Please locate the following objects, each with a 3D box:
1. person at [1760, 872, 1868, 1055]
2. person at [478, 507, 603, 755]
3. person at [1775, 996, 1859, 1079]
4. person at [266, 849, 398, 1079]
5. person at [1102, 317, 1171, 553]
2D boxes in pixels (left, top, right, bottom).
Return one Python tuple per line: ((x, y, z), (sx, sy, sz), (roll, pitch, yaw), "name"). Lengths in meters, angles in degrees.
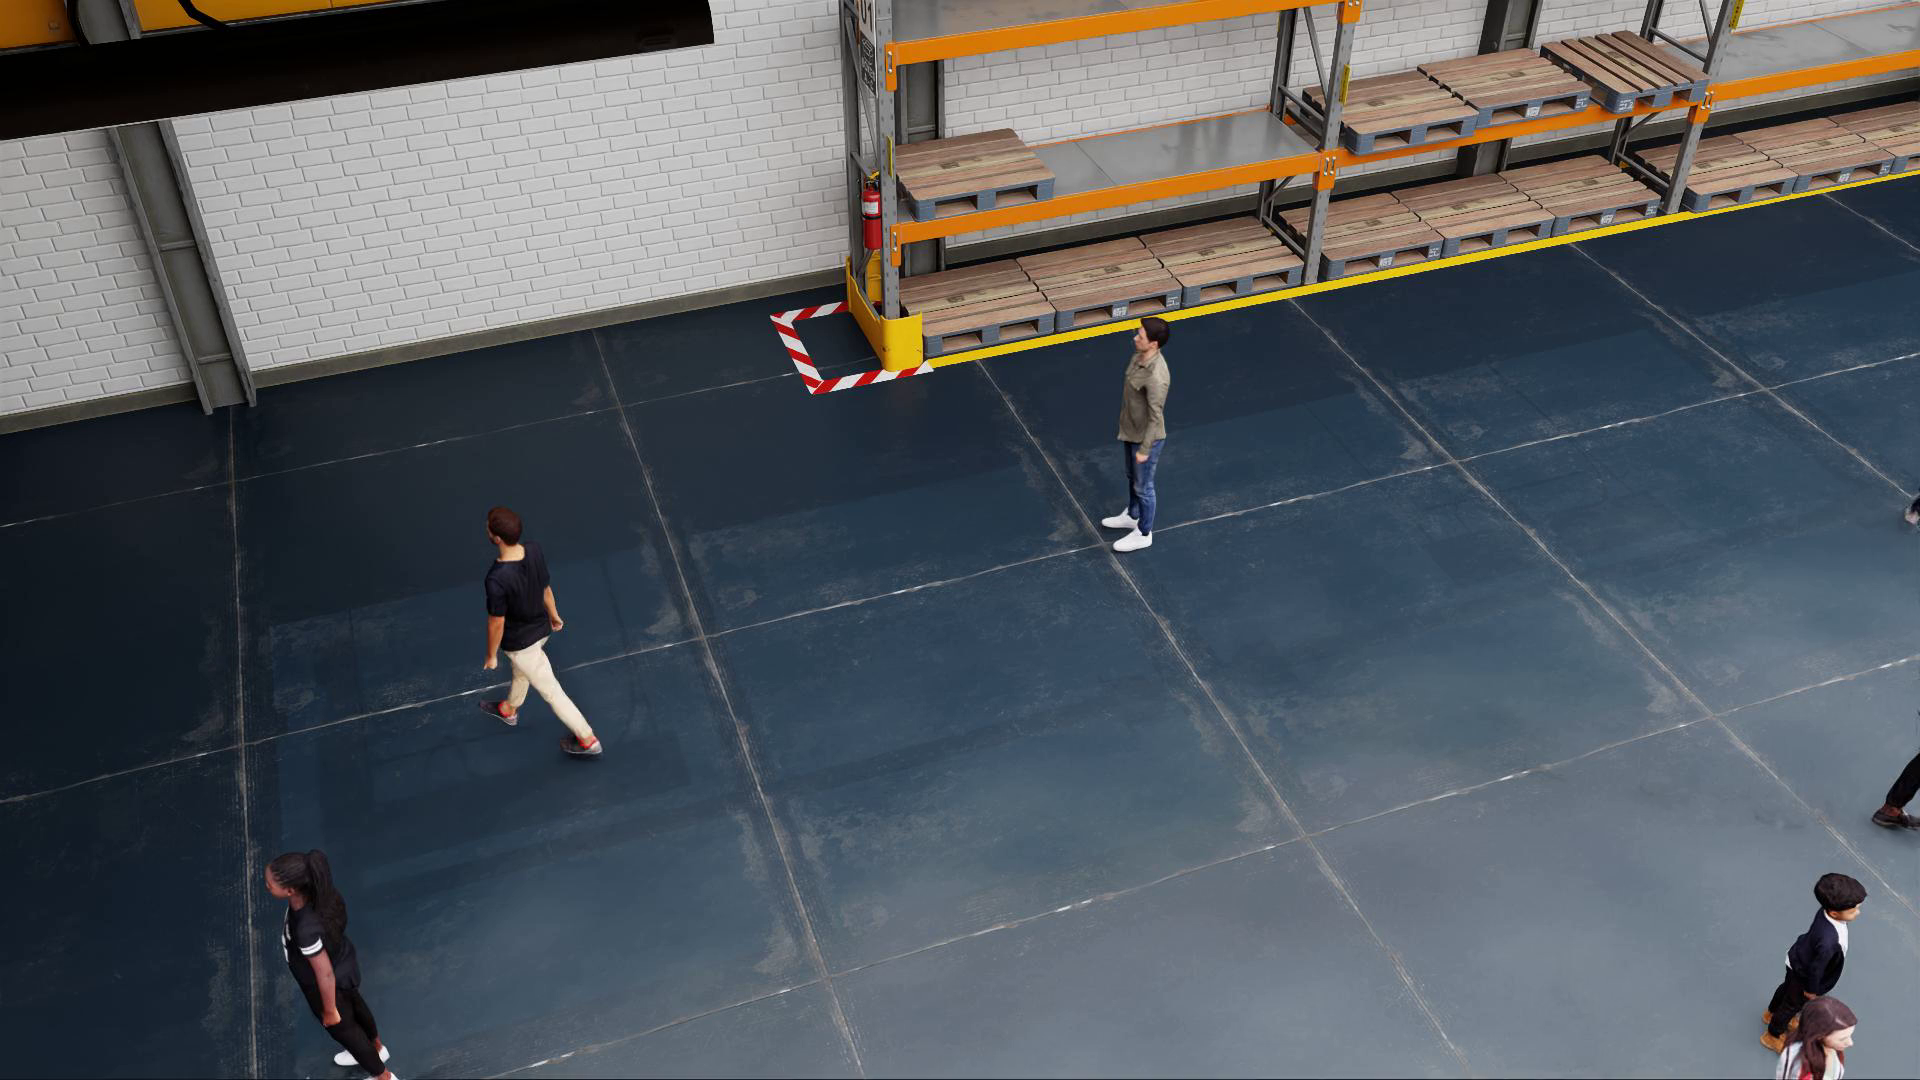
((4.377, 2.164, 8.549), (0.654, 1.227, 0.591), (17, 42, 21), "person")
((-2.532, 0.615, 10.025), (1.236, 1.806, 1.118), (12, 40, 15), "person")
((3.772, 2.634, 7.653), (0.726, 1.612, 0.596), (30, 47, 32), "person")
((-3.087, 2.137, 8.181), (0.567, 1.730, 0.618), (-11, 40, -13), "person")
((1.295, -0.754, 11.692), (0.645, 1.865, 0.736), (-7, 39, -8), "person")
